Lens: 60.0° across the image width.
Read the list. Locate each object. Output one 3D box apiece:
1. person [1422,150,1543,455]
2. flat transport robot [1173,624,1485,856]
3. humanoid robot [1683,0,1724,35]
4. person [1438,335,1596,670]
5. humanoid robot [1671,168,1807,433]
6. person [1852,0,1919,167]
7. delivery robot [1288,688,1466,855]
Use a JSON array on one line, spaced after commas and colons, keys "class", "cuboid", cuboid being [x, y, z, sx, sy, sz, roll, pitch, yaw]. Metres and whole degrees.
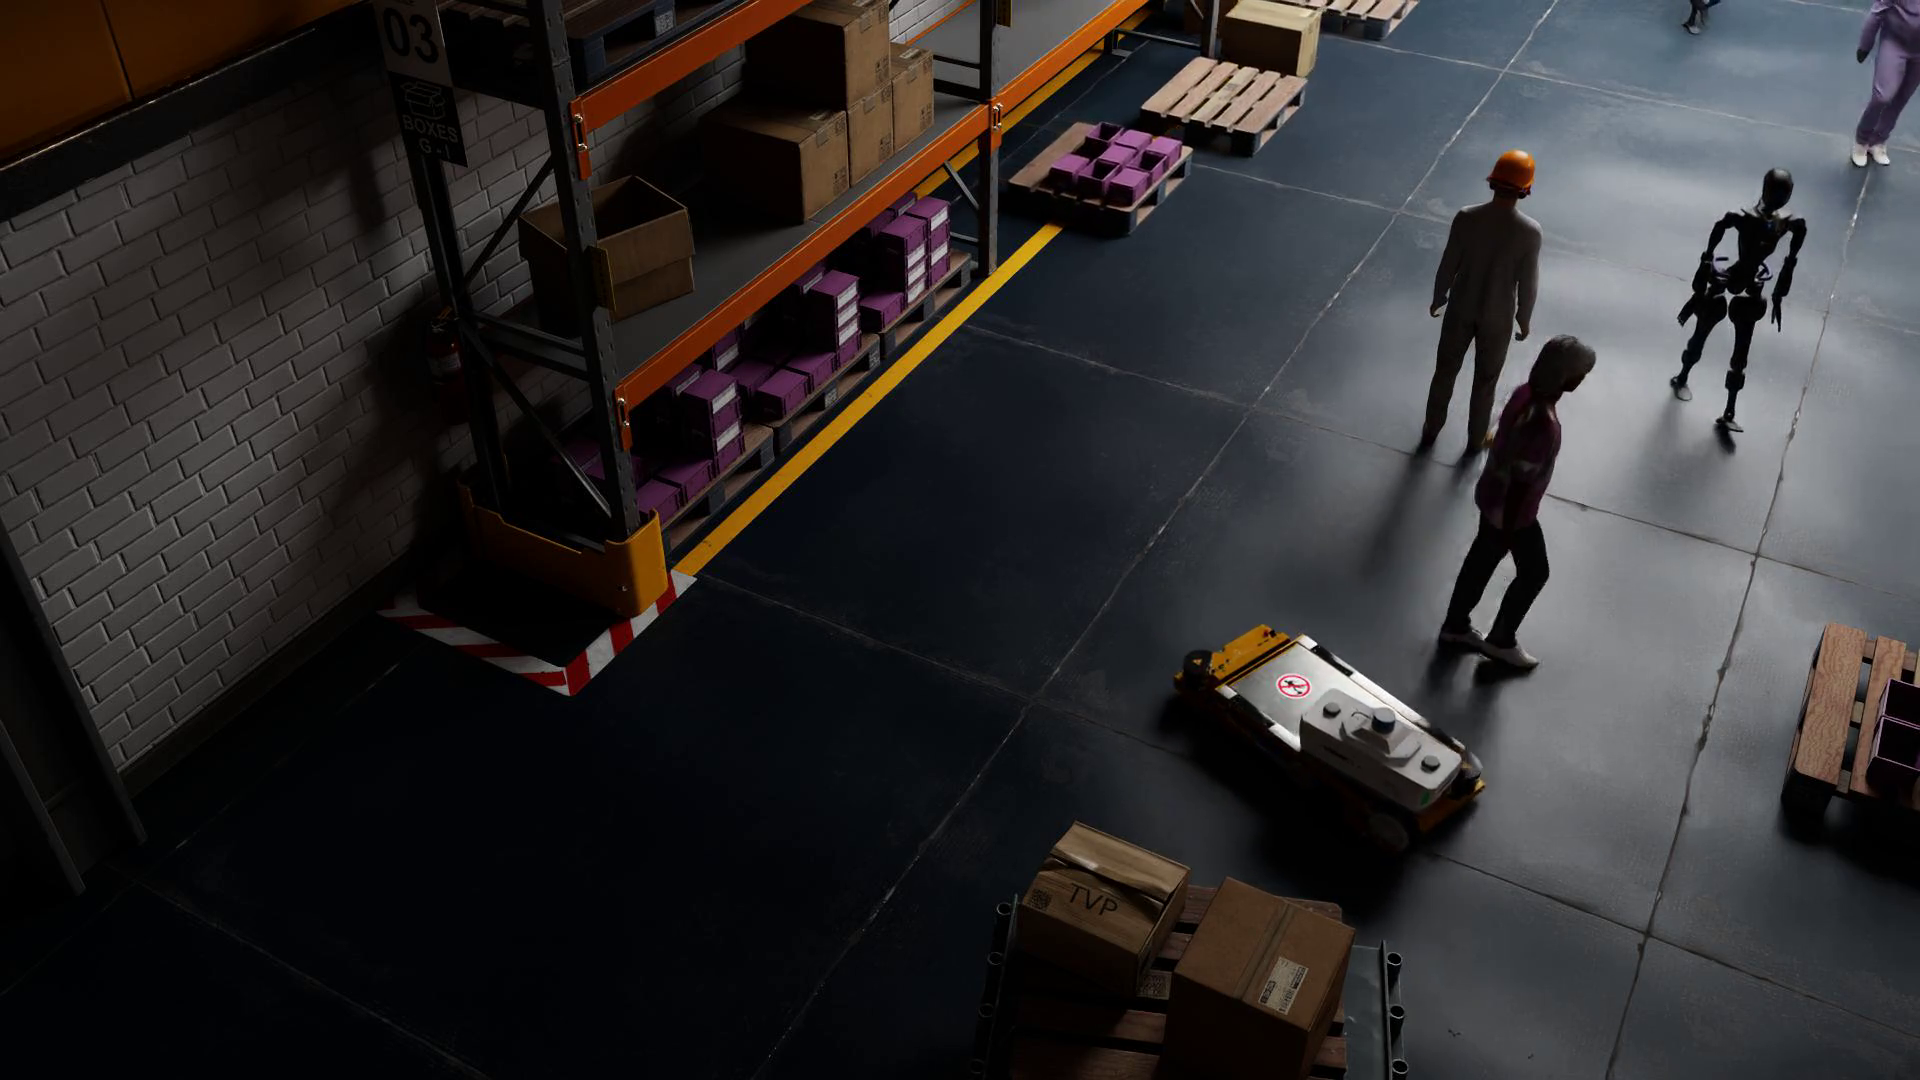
[{"class": "person", "cuboid": [3.021, -1.360, 9.620, 0.584, 1.894, 0.373, 18, 42, 21]}, {"class": "flat transport robot", "cuboid": [1.774, 0.907, 8.086, 0.659, 0.231, 1.431, -26, 46, -29]}, {"class": "humanoid robot", "cuboid": [6.759, -5.315, 14.728, 0.591, 1.647, 0.359, -5, 39, -6]}, {"class": "person", "cuboid": [2.796, -0.178, 8.201, 0.630, 1.819, 0.563, 2, 39, 3]}, {"class": "humanoid robot", "cuboid": [4.643, -1.442, 9.912, 0.599, 1.631, 0.724, 3, 39, 4]}, {"class": "person", "cuboid": [7.186, -3.719, 12.573, 0.674, 1.882, 0.504, 1, 39, 1]}, {"class": "delivery robot", "cuboid": [1.943, 1.037, 7.708, 0.809, 0.612, 0.499, 29, 47, 31]}]
